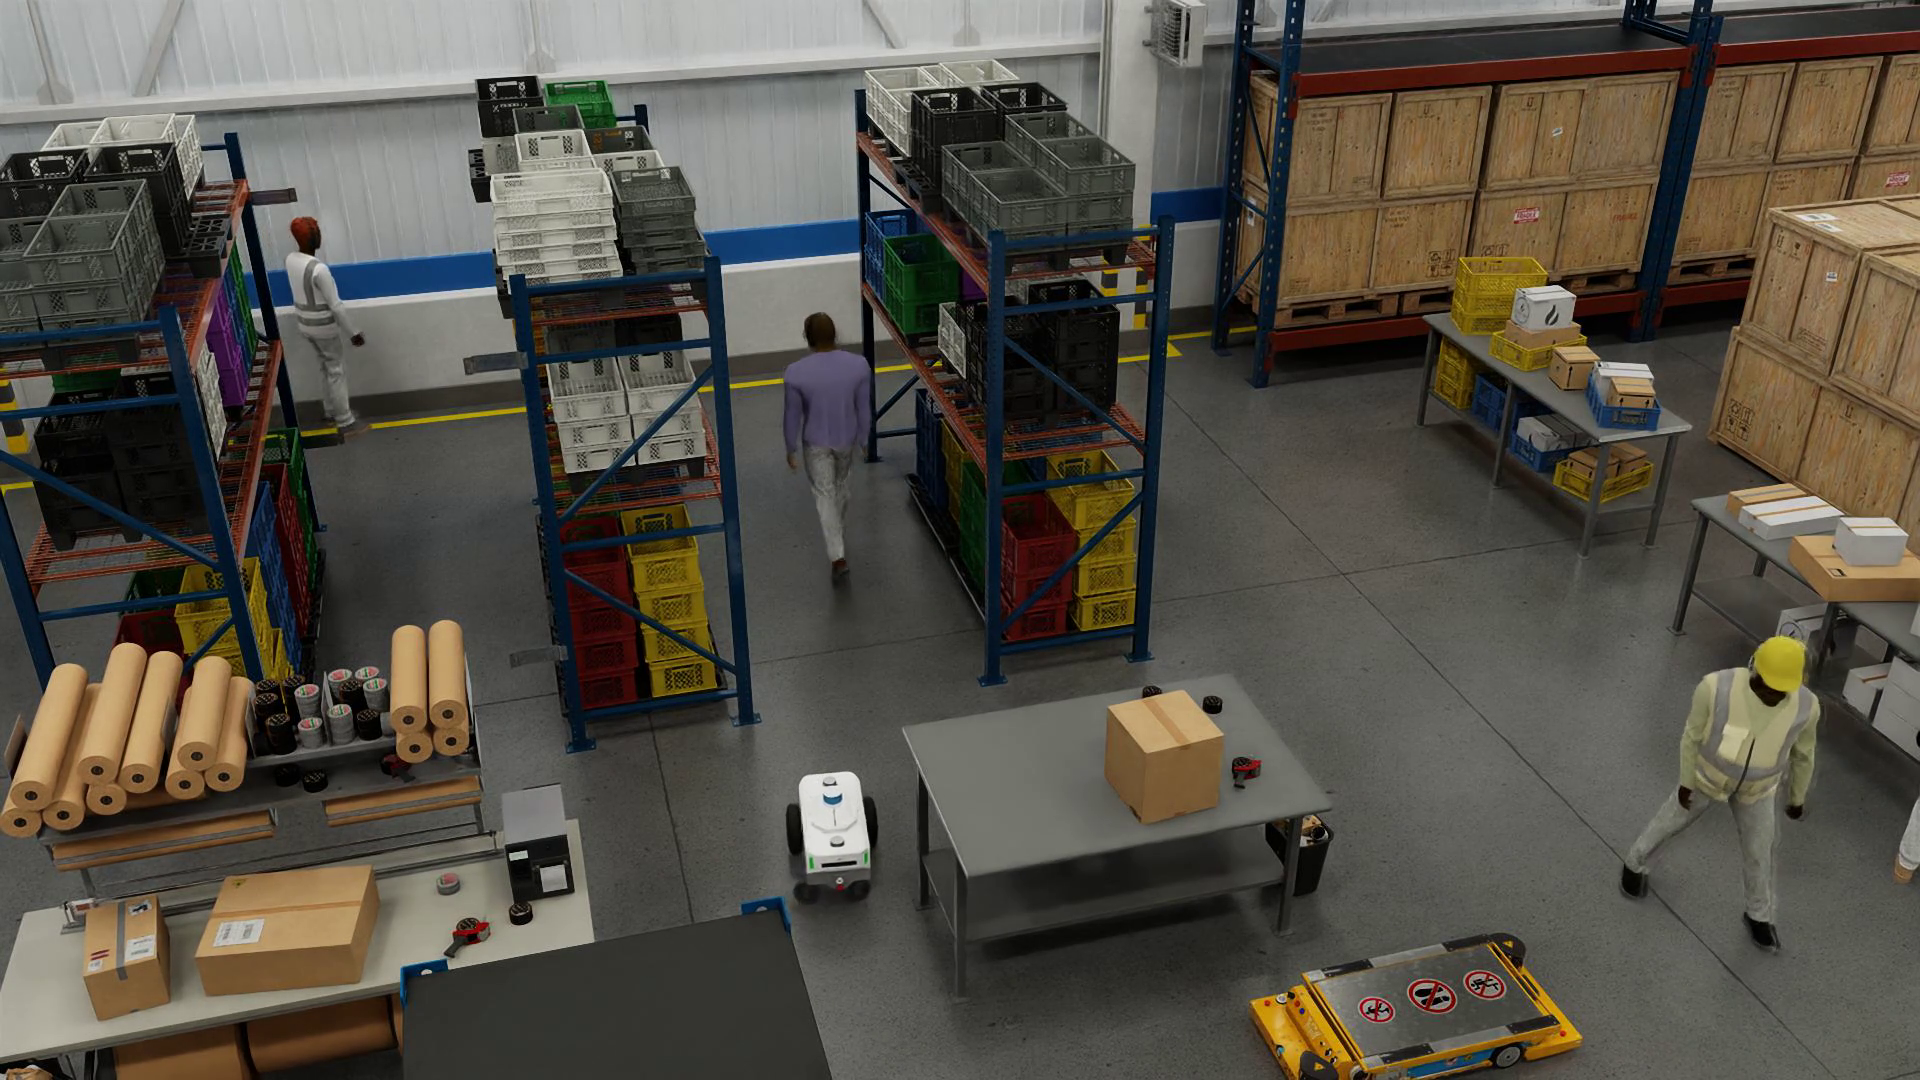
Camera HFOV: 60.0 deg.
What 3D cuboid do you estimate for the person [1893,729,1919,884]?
[{"bbox_3d":[5.289,1.057,8.593,0.633,1.841,0.429,24,37,36],"label":"person"}]

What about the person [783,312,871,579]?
[{"bbox_3d":[-0.915,-0.683,11.713,0.630,1.898,0.983,-9,30,-16],"label":"person"}]

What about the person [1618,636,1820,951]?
[{"bbox_3d":[3.918,1.205,8.397,0.753,1.781,0.515,8,30,15],"label":"person"}]

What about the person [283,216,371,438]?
[{"bbox_3d":[-5.197,-1.733,13.631,0.595,1.881,0.392,24,37,37],"label":"person"}]

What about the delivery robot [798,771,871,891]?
[{"bbox_3d":[-0.678,1.543,8.939,0.477,0.478,0.707,-4,29,-7],"label":"delivery robot"}]

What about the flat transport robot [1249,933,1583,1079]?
[{"bbox_3d":[2.184,2.282,7.980,1.431,0.197,0.652,-8,30,-14],"label":"flat transport robot"}]
